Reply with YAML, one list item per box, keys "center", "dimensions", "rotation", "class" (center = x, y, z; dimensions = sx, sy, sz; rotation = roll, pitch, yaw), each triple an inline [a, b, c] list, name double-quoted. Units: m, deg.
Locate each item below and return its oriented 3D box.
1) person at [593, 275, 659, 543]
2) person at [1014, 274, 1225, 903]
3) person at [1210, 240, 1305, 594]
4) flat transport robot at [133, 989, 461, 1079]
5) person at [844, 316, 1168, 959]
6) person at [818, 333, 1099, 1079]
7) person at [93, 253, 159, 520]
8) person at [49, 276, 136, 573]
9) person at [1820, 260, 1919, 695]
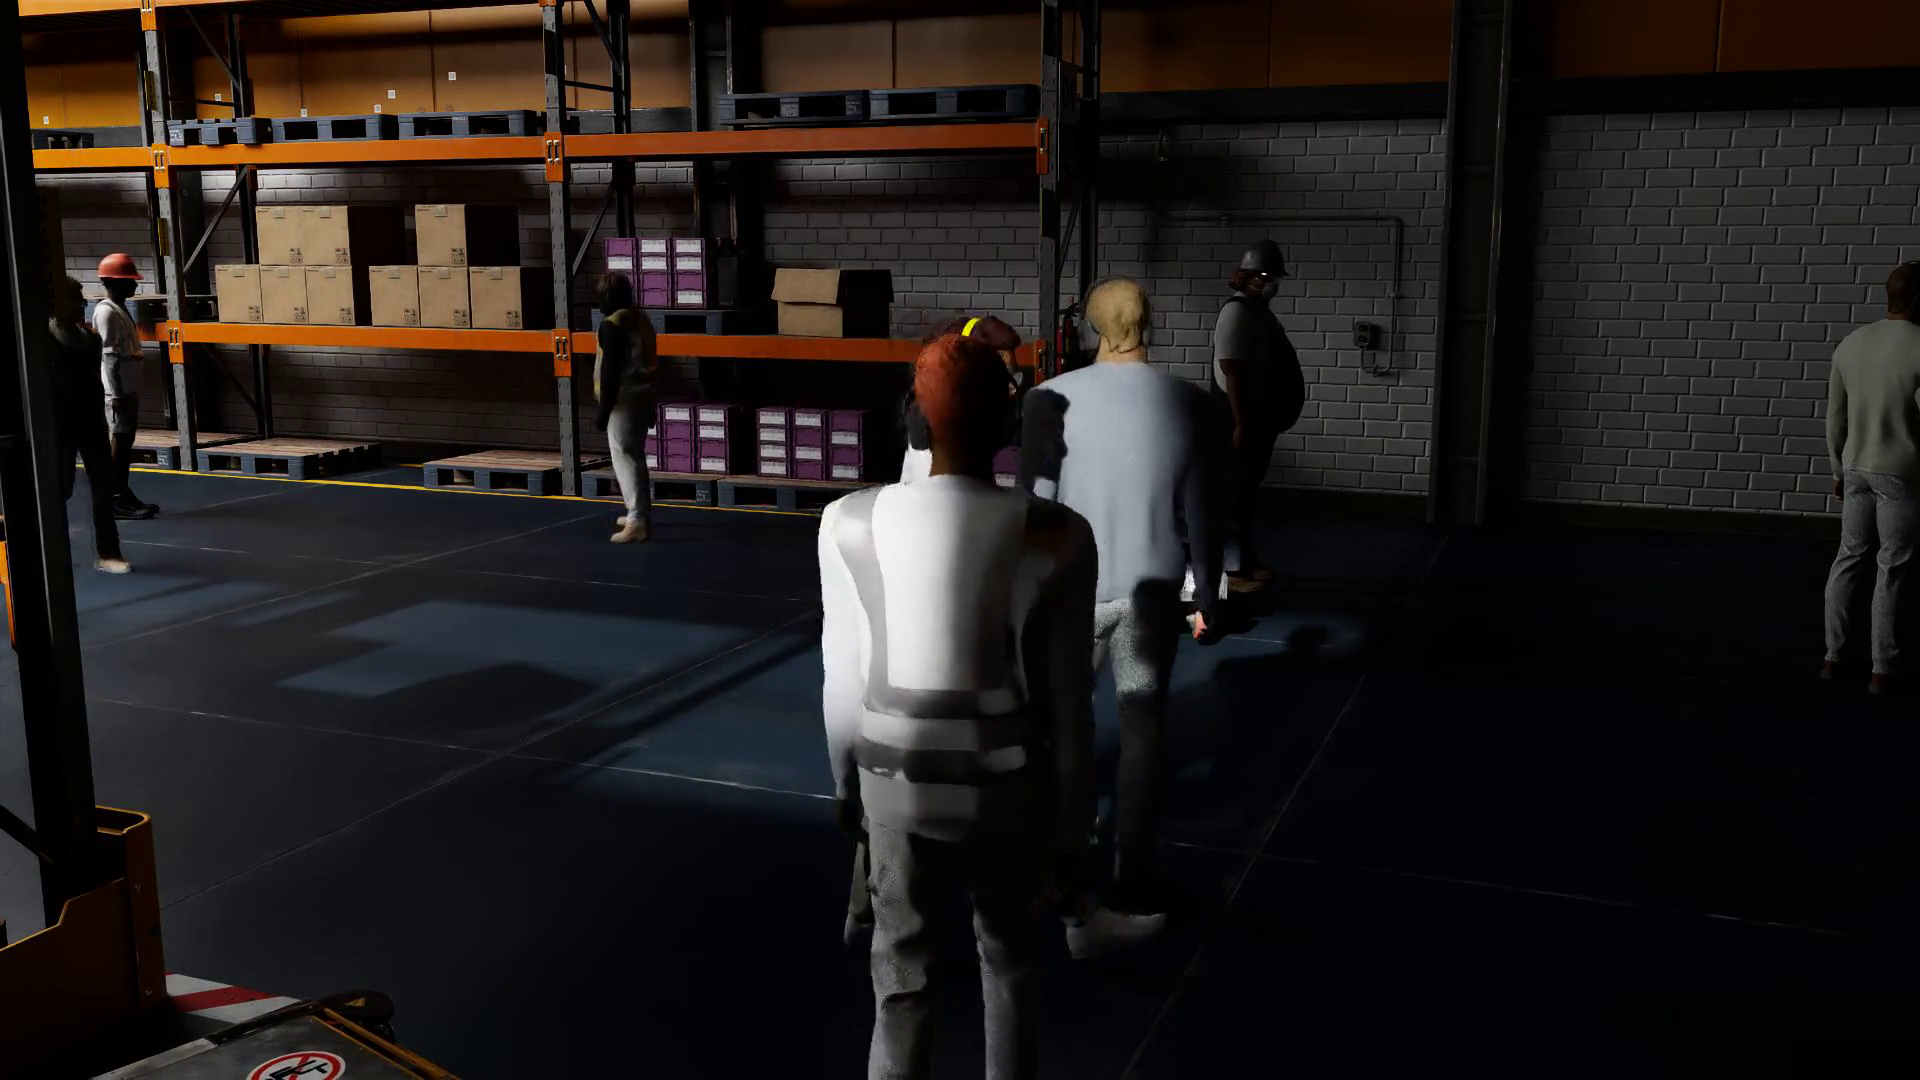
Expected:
- center: [-2.280, -0.909, 11.460]
  dimensions: [0.530, 1.795, 0.788]
  rotation: [2, 10, 11]
  class: "person"
- center: [0.484, 0.166, 5.061]
  dimensions: [0.669, 1.926, 0.420]
  rotation: [0, 10, 0]
  class: "person"
- center: [1.738, -0.728, 9.716]
  dimensions: [0.536, 2.000, 0.681]
  rotation: [4, 11, 20]
  class: "person"
- center: [-1.672, 1.300, 3.347]
  dimensions: [0.652, 0.197, 1.431]
  rotation: [8, 13, 40]
  class: "flat transport robot"
- center: [0.079, 0.311, 4.538]
  dimensions: [0.959, 1.815, 0.493]
  rotation: [4, 11, 23]
  class: "person"
- center: [-0.018, 0.529, 3.258]
  dimensions: [0.568, 1.856, 0.861]
  rotation: [1, 10, 6]
  class: "person"
- center: [-6.103, -1.118, 12.175]
  dimensions: [0.373, 1.934, 0.552]
  rotation: [-3, 11, -17]
  class: "person"
- center: [-5.492, -0.703, 10.204]
  dimensions: [0.810, 1.823, 0.513]
  rotation: [5, 11, 25]
  class: "person"
- center: [4.190, -0.278, 7.494]
  dimensions: [0.355, 1.938, 0.636]
  rotation: [-3, 11, -18]
  class: "person"
